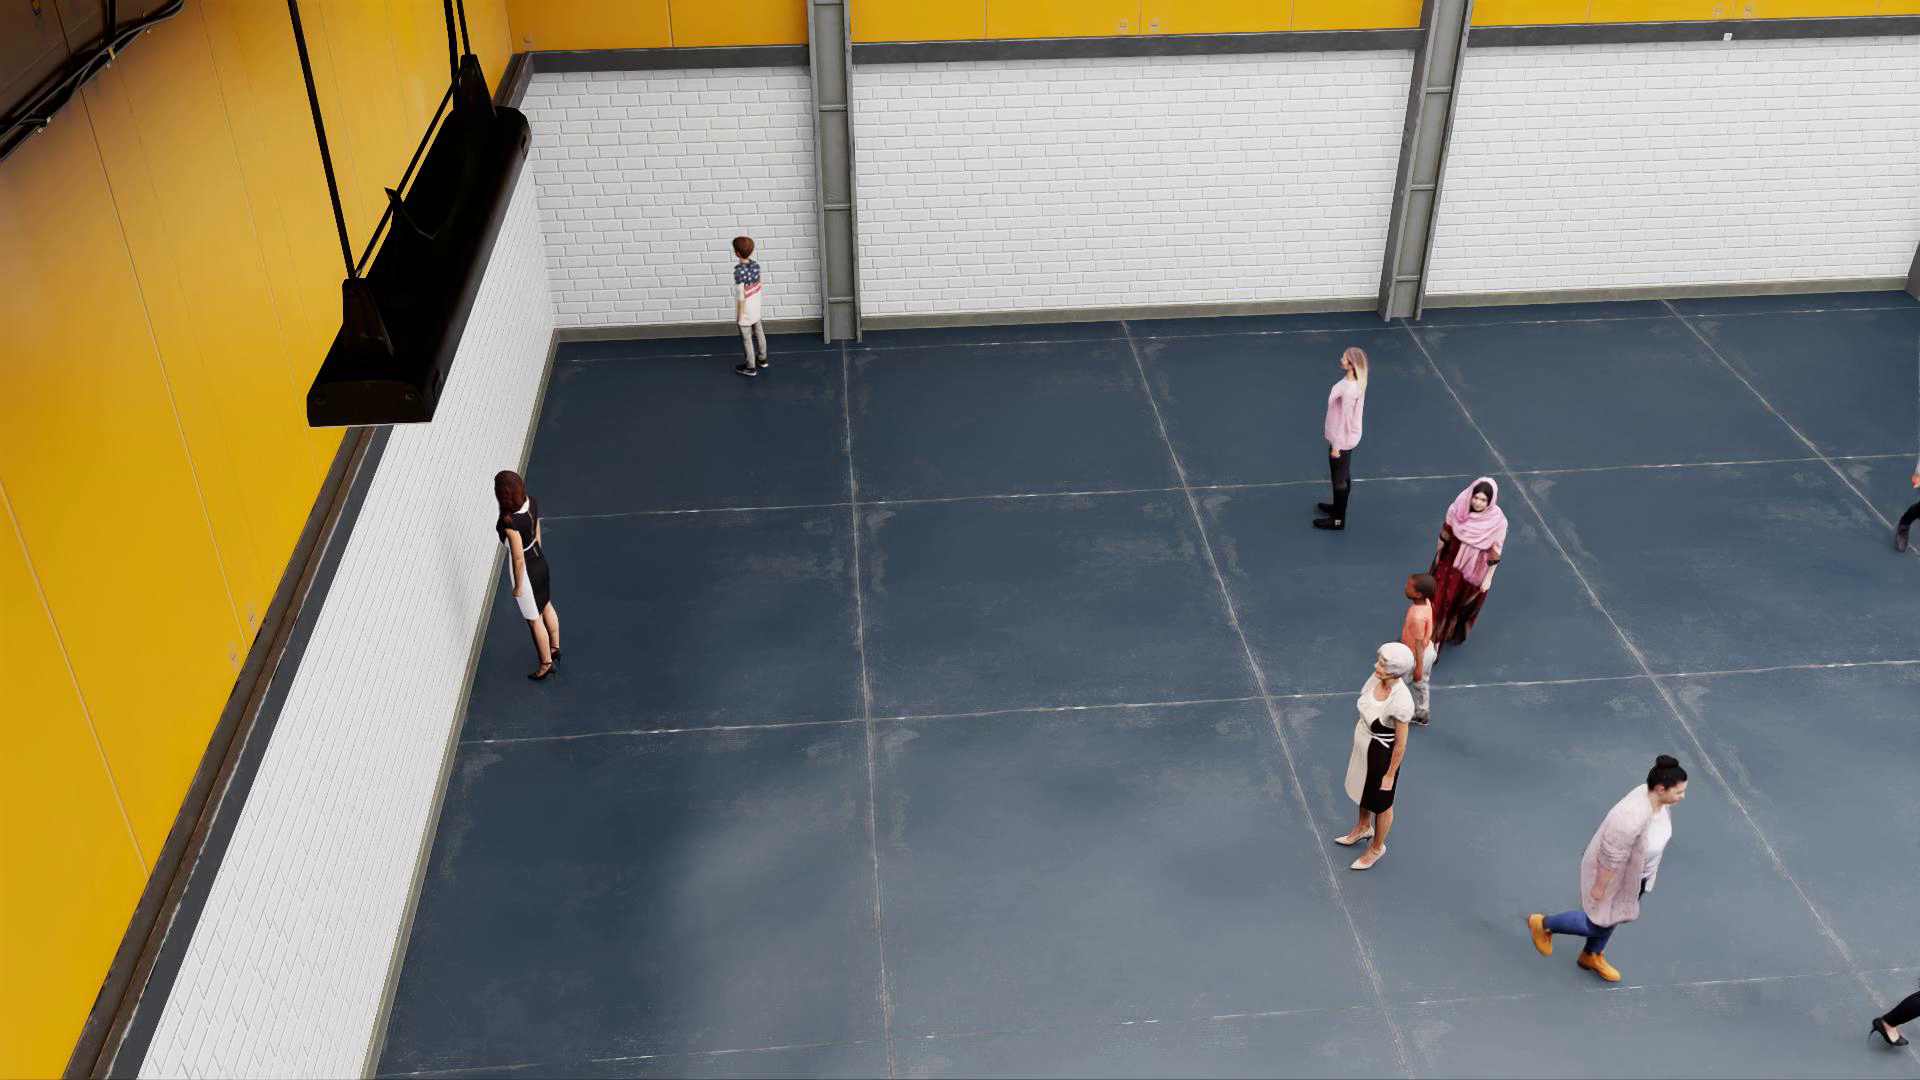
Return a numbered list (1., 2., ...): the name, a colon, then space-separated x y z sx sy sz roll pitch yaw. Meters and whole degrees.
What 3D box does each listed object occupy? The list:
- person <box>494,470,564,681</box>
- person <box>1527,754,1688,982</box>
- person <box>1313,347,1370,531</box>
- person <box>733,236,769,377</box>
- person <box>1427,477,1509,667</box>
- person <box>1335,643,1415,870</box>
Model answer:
1. person: -3.175 0.259 12.288 0.595 1.796 0.636 7 34 11
2. person: 3.834 1.904 9.878 0.966 1.724 1.020 -26 41 -33
3. person: 3.261 -0.868 14.082 0.674 1.687 0.680 11 35 16
4. person: -2.103 -2.344 16.526 0.627 1.439 0.593 18 38 25
5. person: 3.842 0.151 12.604 1.108 1.625 1.052 15 37 22
6. person: 2.685 1.380 10.640 0.556 1.754 0.663 -6 34 -9
